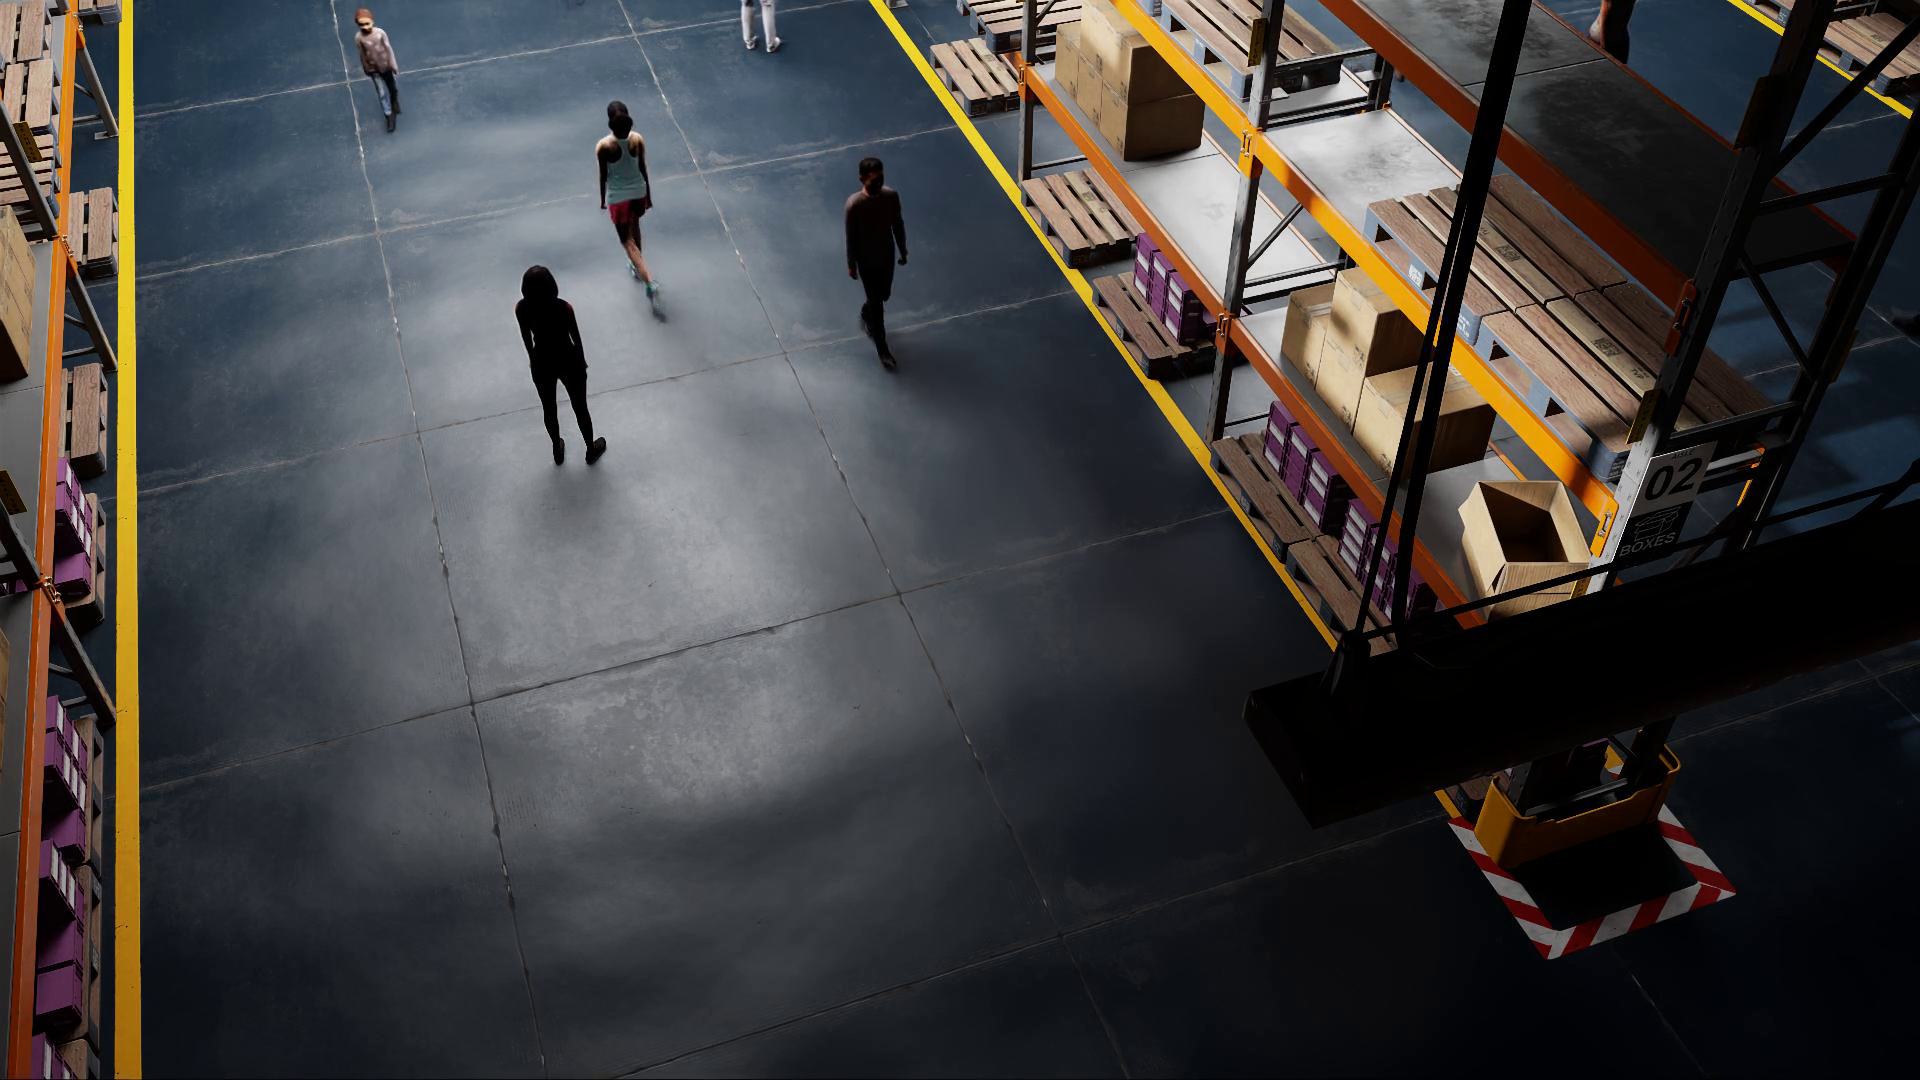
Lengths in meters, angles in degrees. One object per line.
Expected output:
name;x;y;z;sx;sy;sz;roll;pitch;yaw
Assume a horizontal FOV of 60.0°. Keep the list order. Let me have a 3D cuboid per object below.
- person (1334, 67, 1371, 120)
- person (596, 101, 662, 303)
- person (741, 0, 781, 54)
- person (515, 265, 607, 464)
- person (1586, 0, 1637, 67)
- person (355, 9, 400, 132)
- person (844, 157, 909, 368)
person;3.507;-3.480;14.808;0.632;1.470;0.630;-7;44;-7
person;-2.756;-2.803;13.903;0.722;1.739;1.149;-22;48;-22
person;-2.130;-5.928;17.078;0.744;1.886;0.755;7;44;7
person;-2.984;-1.294;12.318;0.657;1.741;0.636;0;44;0
person;6.145;-4.863;16.003;0.836;1.826;1.285;-24;49;-23
person;-5.659;-4.646;16.241;0.495;1.183;0.795;-12;45;-12
person;-0.702;-2.308;13.378;0.770;1.748;1.012;-20;47;-20
